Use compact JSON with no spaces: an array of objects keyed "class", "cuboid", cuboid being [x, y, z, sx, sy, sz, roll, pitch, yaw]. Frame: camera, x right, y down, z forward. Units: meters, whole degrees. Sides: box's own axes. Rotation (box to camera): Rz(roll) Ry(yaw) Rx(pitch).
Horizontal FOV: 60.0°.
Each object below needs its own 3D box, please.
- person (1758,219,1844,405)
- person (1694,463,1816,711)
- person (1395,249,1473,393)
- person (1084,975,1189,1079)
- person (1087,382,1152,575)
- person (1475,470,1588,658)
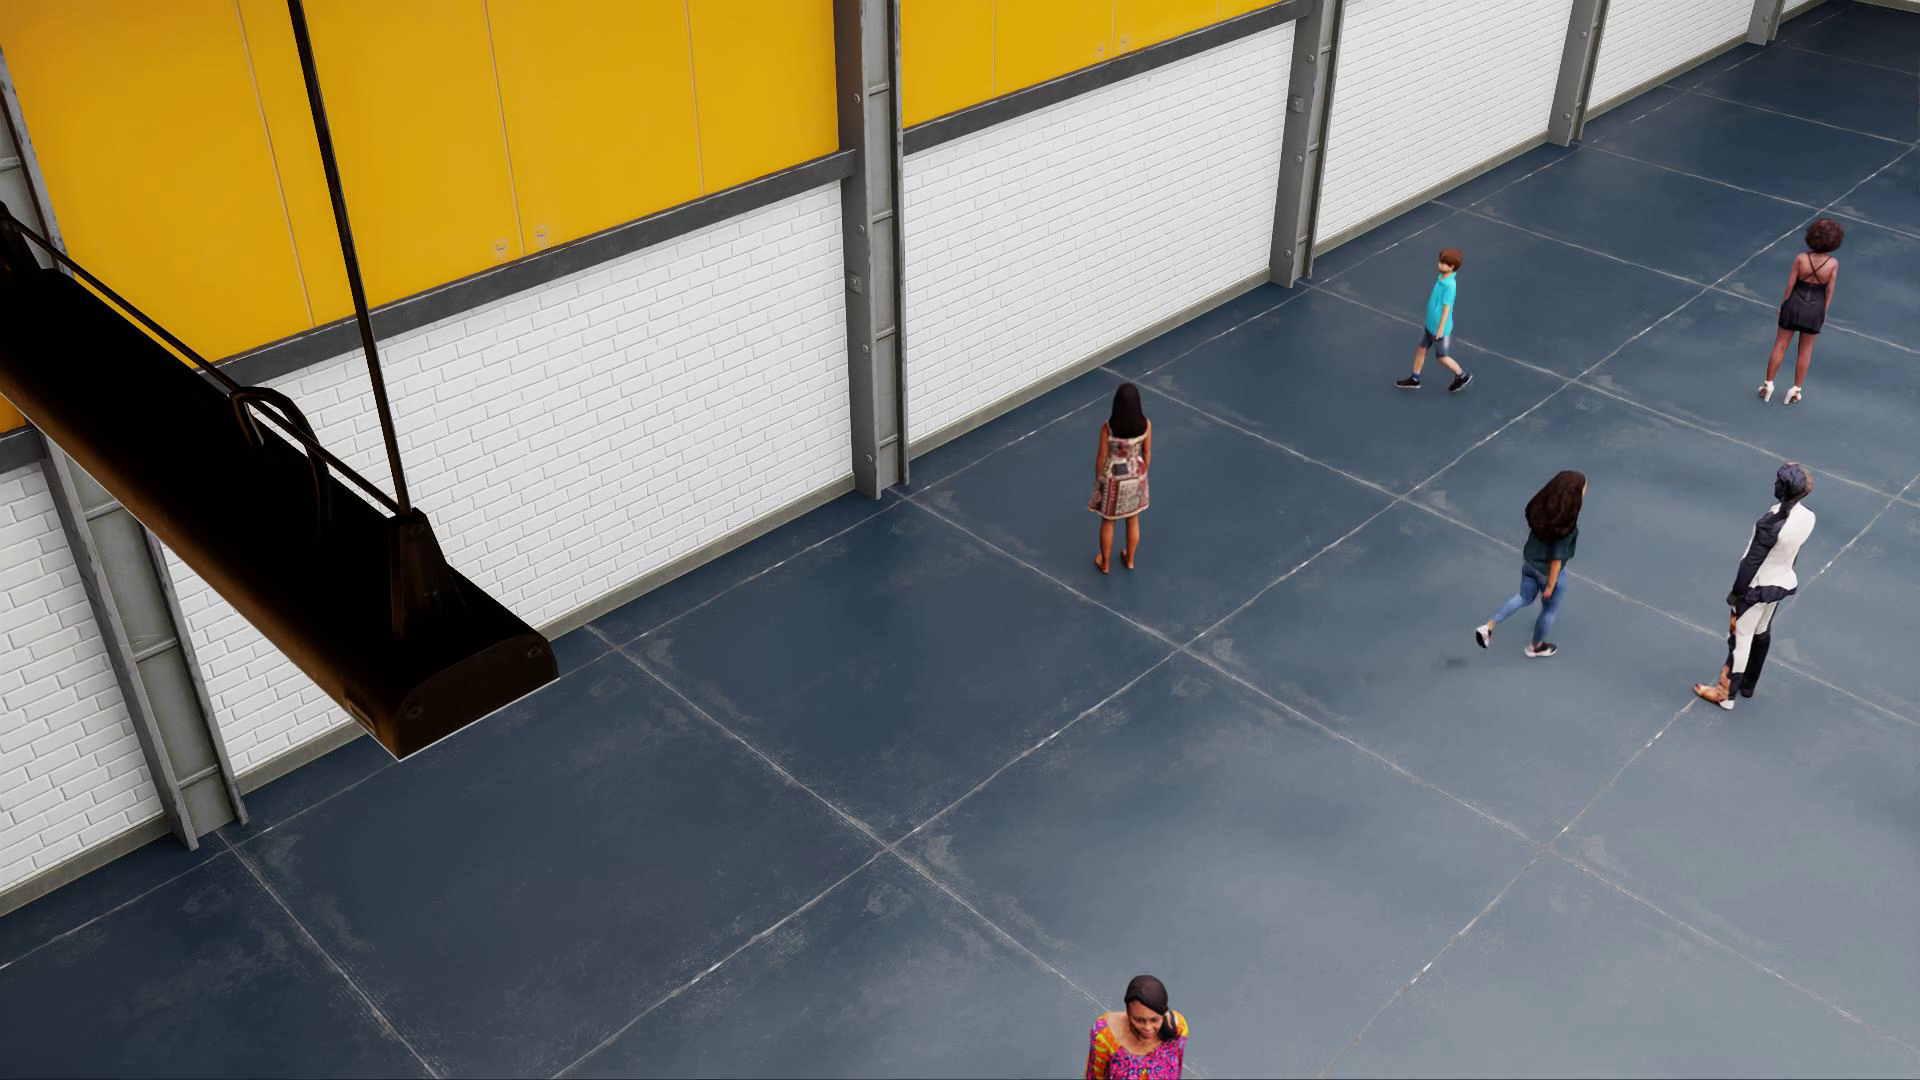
[{"class":"person","cuboid":[7.716,-2.076,15.229,0.635,1.787,0.644,16,37,22]},{"class":"person","cuboid":[5.561,0.327,11.519,0.604,1.892,0.781,-19,38,-26]},{"class":"person","cuboid":[4.527,-2.018,15.467,0.961,1.427,0.890,-1,34,-1]},{"class":"person","cuboid":[0.864,2.722,8.106,0.765,1.681,0.838,-5,34,-8]},{"class":"person","cuboid":[1.260,-0.479,12.951,0.661,1.648,0.789,-8,34,-12]},{"class":"person","cuboid":[4.128,0.212,11.958,1.001,1.597,0.820,-10,35,-15]}]
